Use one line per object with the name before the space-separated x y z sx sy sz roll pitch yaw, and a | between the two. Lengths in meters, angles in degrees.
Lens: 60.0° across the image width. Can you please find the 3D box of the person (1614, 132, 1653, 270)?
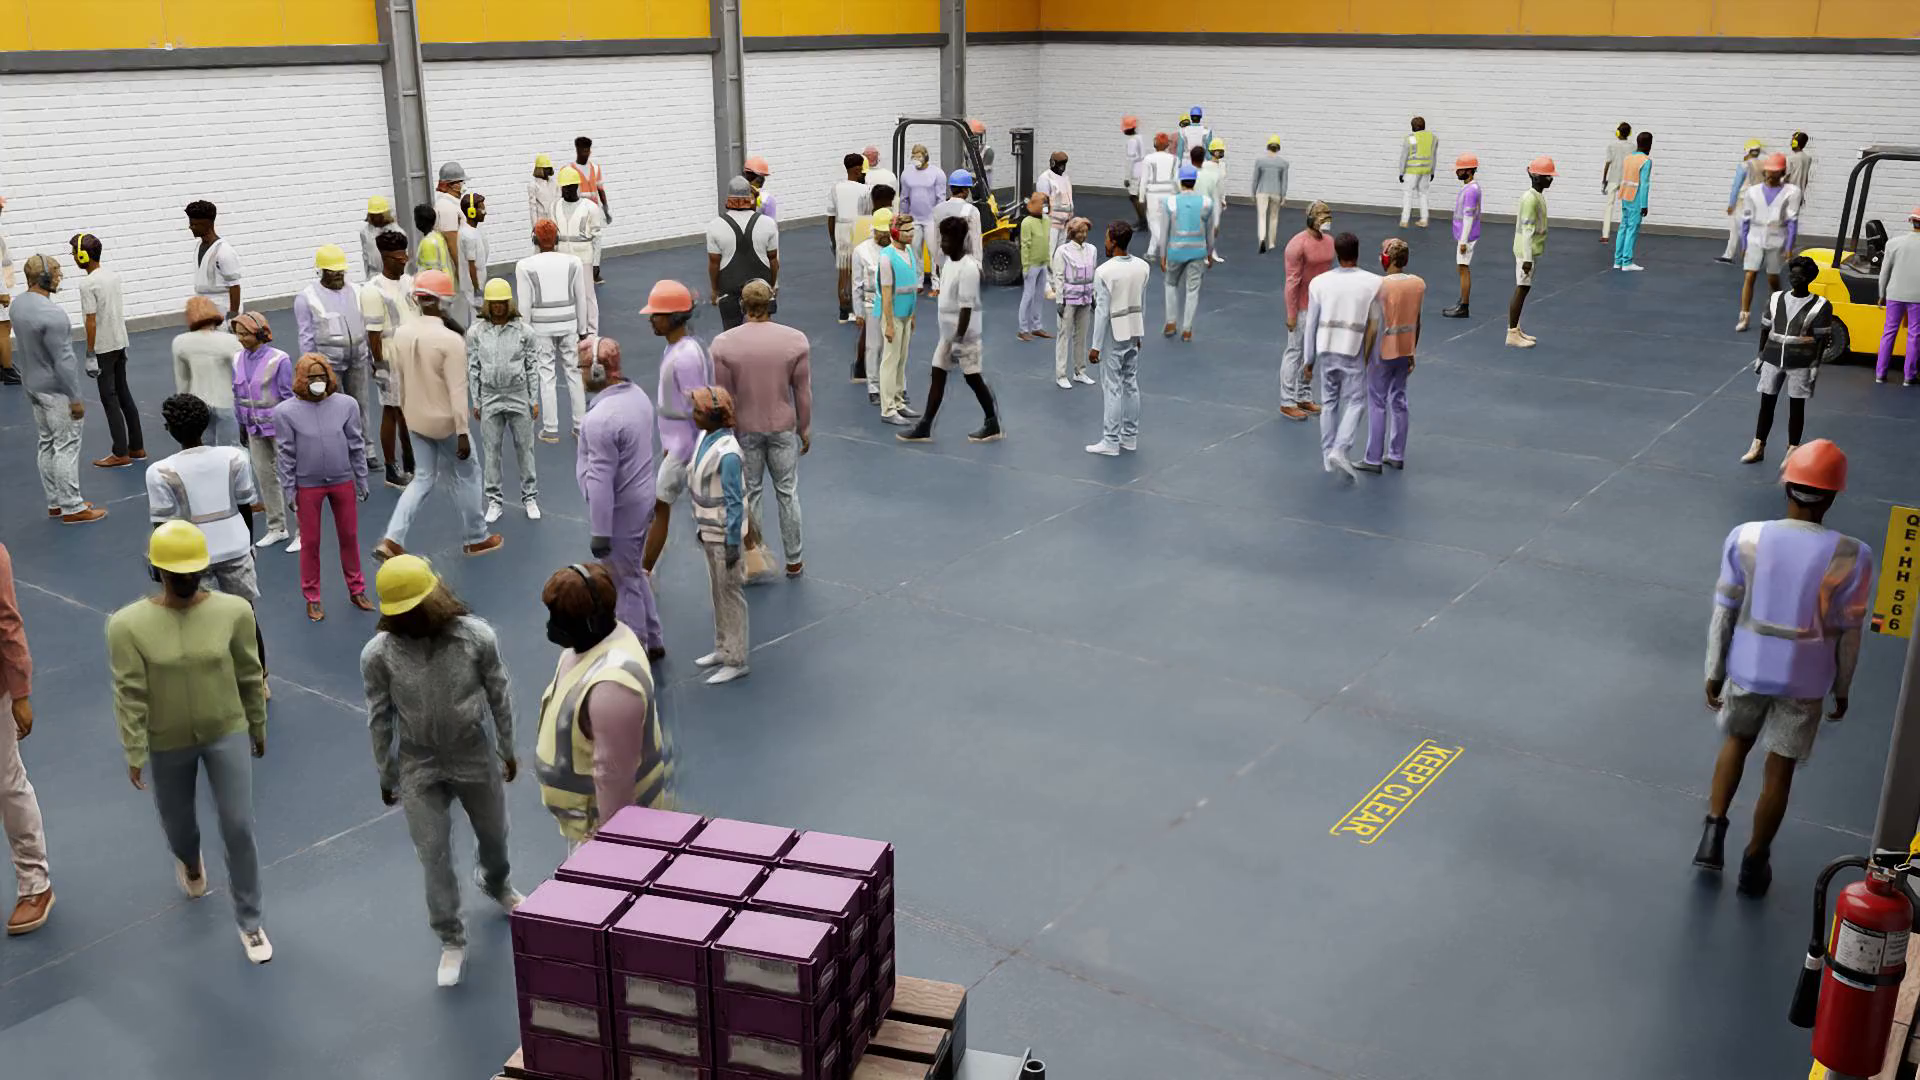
person | 9.441 -4.744 23.311 0.397 1.911 0.587 -2 18 -7

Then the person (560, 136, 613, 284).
person | -4.946 -4.359 22.037 0.480 1.950 0.618 13 22 35

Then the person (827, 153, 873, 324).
person | -1.233 -3.493 19.305 0.612 1.962 0.363 6 19 17

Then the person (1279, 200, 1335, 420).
person | 3.109 -2.053 14.841 0.635 1.937 0.352 -17 24 -42

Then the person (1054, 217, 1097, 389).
person | 1.117 -2.299 16.097 0.513 1.639 0.307 -14 22 -37

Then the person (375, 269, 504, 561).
person | -3.455 -0.762 10.789 0.652 1.952 0.945 10 20 28

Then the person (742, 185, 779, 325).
person | -2.093 -2.648 16.823 0.521 1.869 0.335 2 18 6

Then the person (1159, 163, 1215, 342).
person | 2.499 -3.171 18.350 0.629 1.922 0.648 1 18 2

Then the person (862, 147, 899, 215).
person | -1.096 -3.956 20.904 0.680 1.899 0.445 -4 18 -13

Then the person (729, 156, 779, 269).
person | -2.222 -3.145 18.117 0.619 2.029 0.410 10 20 27

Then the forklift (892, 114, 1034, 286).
forklift | -0.171 -4.594 22.377 2.313 2.155 1.214 1 18 3

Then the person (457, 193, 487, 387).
person | -4.679 -2.416 16.111 0.324 1.862 0.511 -6 19 -17

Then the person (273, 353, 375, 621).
person | -3.793 -0.323 9.945 0.498 1.626 0.289 -11 21 -32

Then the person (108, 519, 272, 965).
person | -2.961 0.733 6.451 0.529 1.740 0.739 -9 20 -27

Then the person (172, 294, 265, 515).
person | -5.286 -0.932 11.855 0.620 1.623 0.457 2 18 5

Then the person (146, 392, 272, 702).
person | -3.885 0.074 8.602 0.323 1.694 0.540 16 24 41

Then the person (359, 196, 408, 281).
person | -5.992 -2.728 17.329 0.496 1.696 0.830 0 18 -1

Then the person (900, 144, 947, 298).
person | -0.471 -4.041 21.085 0.641 1.928 0.381 7 19 22

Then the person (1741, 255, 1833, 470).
person | 6.585 -1.407 13.216 0.319 1.696 0.532 -16 24 -41

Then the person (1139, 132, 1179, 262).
person | 2.906 -4.929 23.979 0.607 1.858 0.825 -7 19 -20

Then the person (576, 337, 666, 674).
person | -1.858 -0.156 8.983 0.396 1.897 0.660 2 18 7

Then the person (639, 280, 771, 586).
person | -1.697 -0.614 10.260 1.076 1.992 0.624 -4 18 -11

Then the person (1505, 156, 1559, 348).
person | 6.186 -3.108 17.976 0.392 2.041 0.615 7 19 21

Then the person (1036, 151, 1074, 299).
person | 1.219 -3.996 21.086 0.430 1.839 0.619 11 21 31

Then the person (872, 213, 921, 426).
person | -0.559 -1.951 14.677 0.395 1.843 0.564 6 19 18

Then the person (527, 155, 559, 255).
person | -5.368 -4.128 21.650 0.303 1.743 0.494 12 22 34

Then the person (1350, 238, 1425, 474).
person | 3.376 -1.438 13.067 0.571 1.844 0.376 -10 20 -29

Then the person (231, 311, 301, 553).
person | -4.652 -0.732 11.212 0.523 1.631 0.313 7 19 21

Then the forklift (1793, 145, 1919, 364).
forklift | 9.803 -2.879 17.013 2.313 2.155 1.214 12 21 33

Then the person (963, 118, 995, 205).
person | 0.223 -5.031 23.990 0.386 2.042 0.609 -16 24 -40

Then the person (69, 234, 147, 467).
person | -6.825 -1.508 13.279 0.343 1.857 0.520 1 18 2

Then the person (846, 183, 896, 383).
person | -0.787 -2.513 16.286 0.705 1.929 0.642 -12 21 -32

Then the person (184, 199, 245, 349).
person | -6.529 -2.014 14.680 0.607 1.963 0.373 16 24 41

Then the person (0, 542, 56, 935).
person | -3.935 0.606 6.465 0.625 1.981 0.412 -2 18 -6
